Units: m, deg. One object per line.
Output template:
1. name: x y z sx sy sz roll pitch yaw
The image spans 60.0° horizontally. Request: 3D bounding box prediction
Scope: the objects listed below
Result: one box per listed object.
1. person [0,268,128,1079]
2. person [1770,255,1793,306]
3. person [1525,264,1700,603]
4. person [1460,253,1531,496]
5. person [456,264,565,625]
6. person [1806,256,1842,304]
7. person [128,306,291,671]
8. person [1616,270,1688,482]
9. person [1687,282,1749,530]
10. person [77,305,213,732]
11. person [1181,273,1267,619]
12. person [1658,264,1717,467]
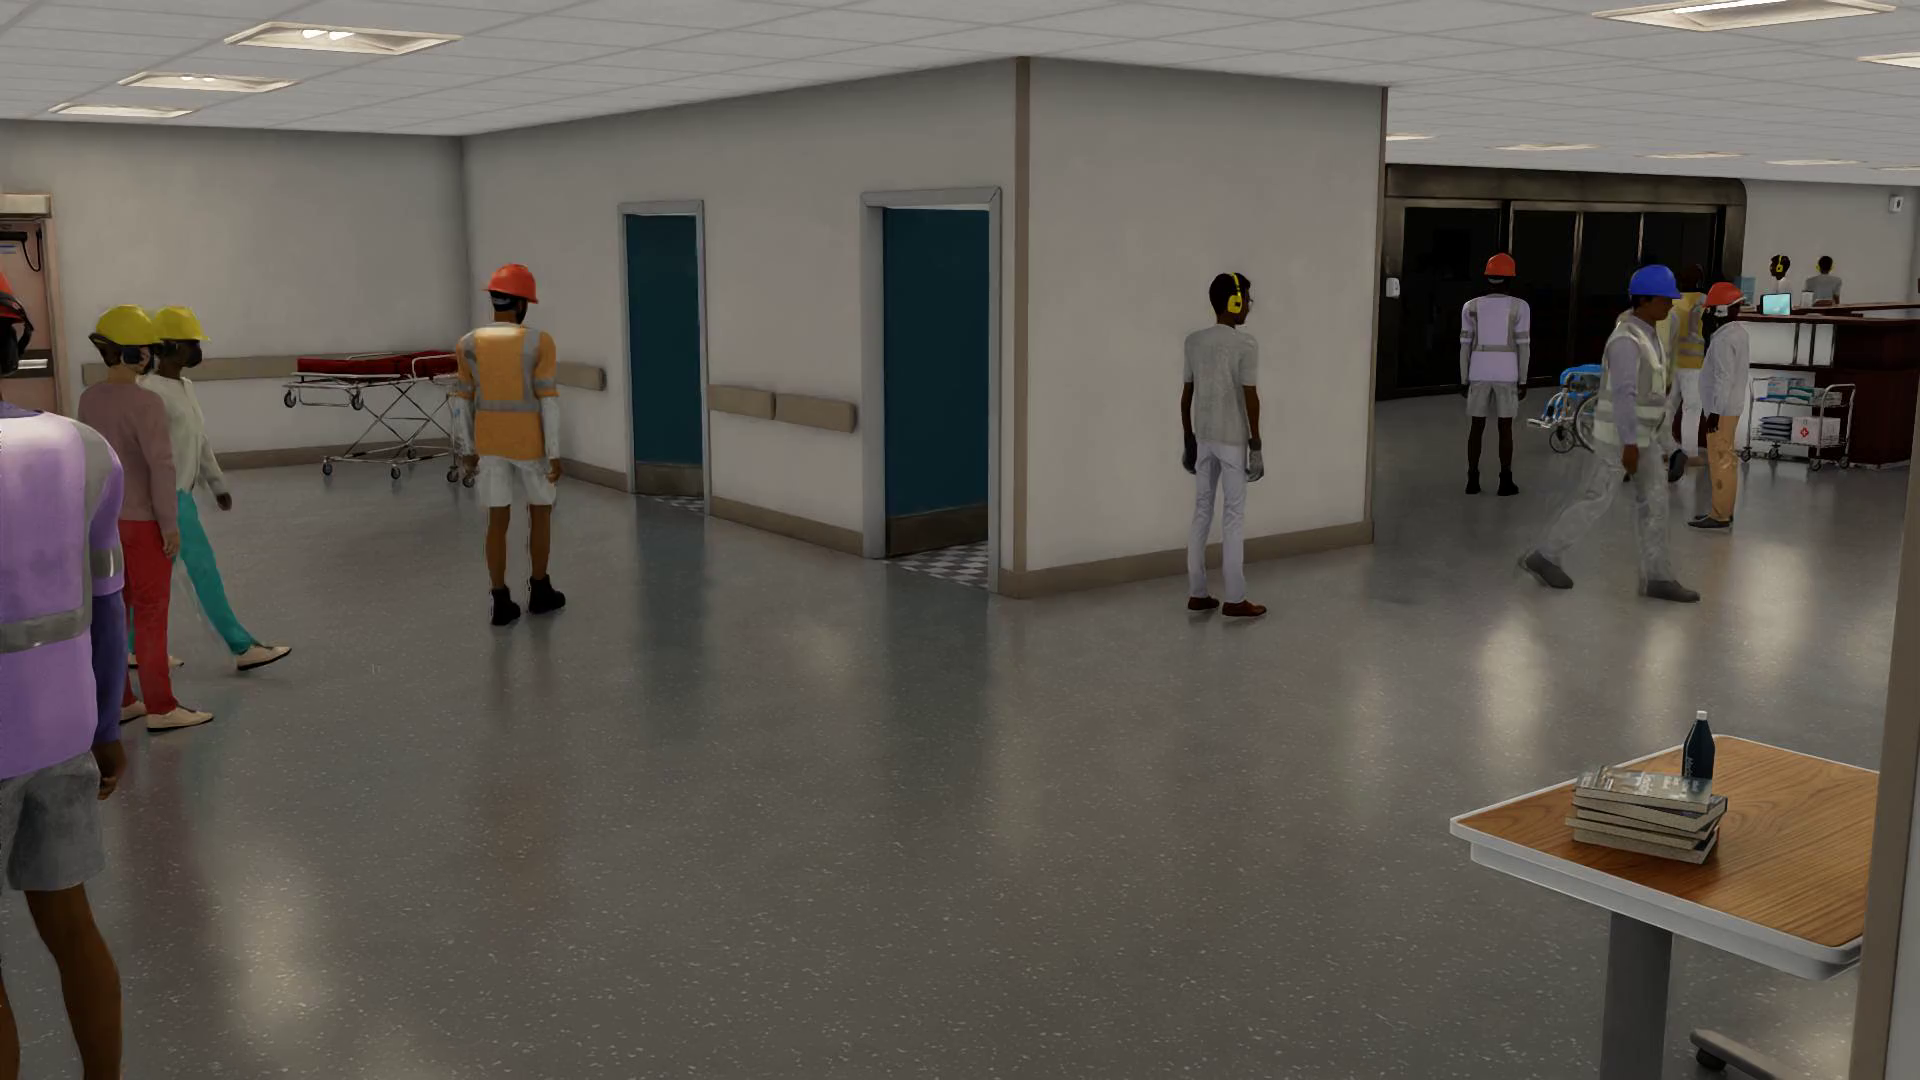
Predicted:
1. person: -1.999 0.408 3.435 0.404 2.030 0.620 3 11 19
2. person: 10.653 -2.768 21.670 0.313 1.869 0.528 6 12 30
3. person: 3.749 -0.614 9.509 0.939 1.913 0.624 9 13 40
4. person: 4.294 -1.321 13.372 0.543 1.939 0.360 5 11 28
5. person: -2.396 -0.516 8.941 0.587 1.904 0.616 1 10 4
6. person: 13.013 -3.372 25.163 0.544 1.841 0.798 6 12 28
7. person: -3.598 -0.224 7.826 0.887 1.724 0.559 -2 10 -9
8. person: 5.761 -1.345 13.899 0.595 1.809 0.686 -3 10 -15
9. person: 5.389 -0.951 11.821 0.342 1.747 0.572 7 12 33
10. person: -3.430 -0.086 6.934 0.526 1.768 0.331 6 12 29
11. person: 1.427 -0.506 9.018 0.332 1.865 0.520 -10 14 -43
12. person: 6.625 -1.584 15.163 0.430 1.836 0.618 -5 11 -27
